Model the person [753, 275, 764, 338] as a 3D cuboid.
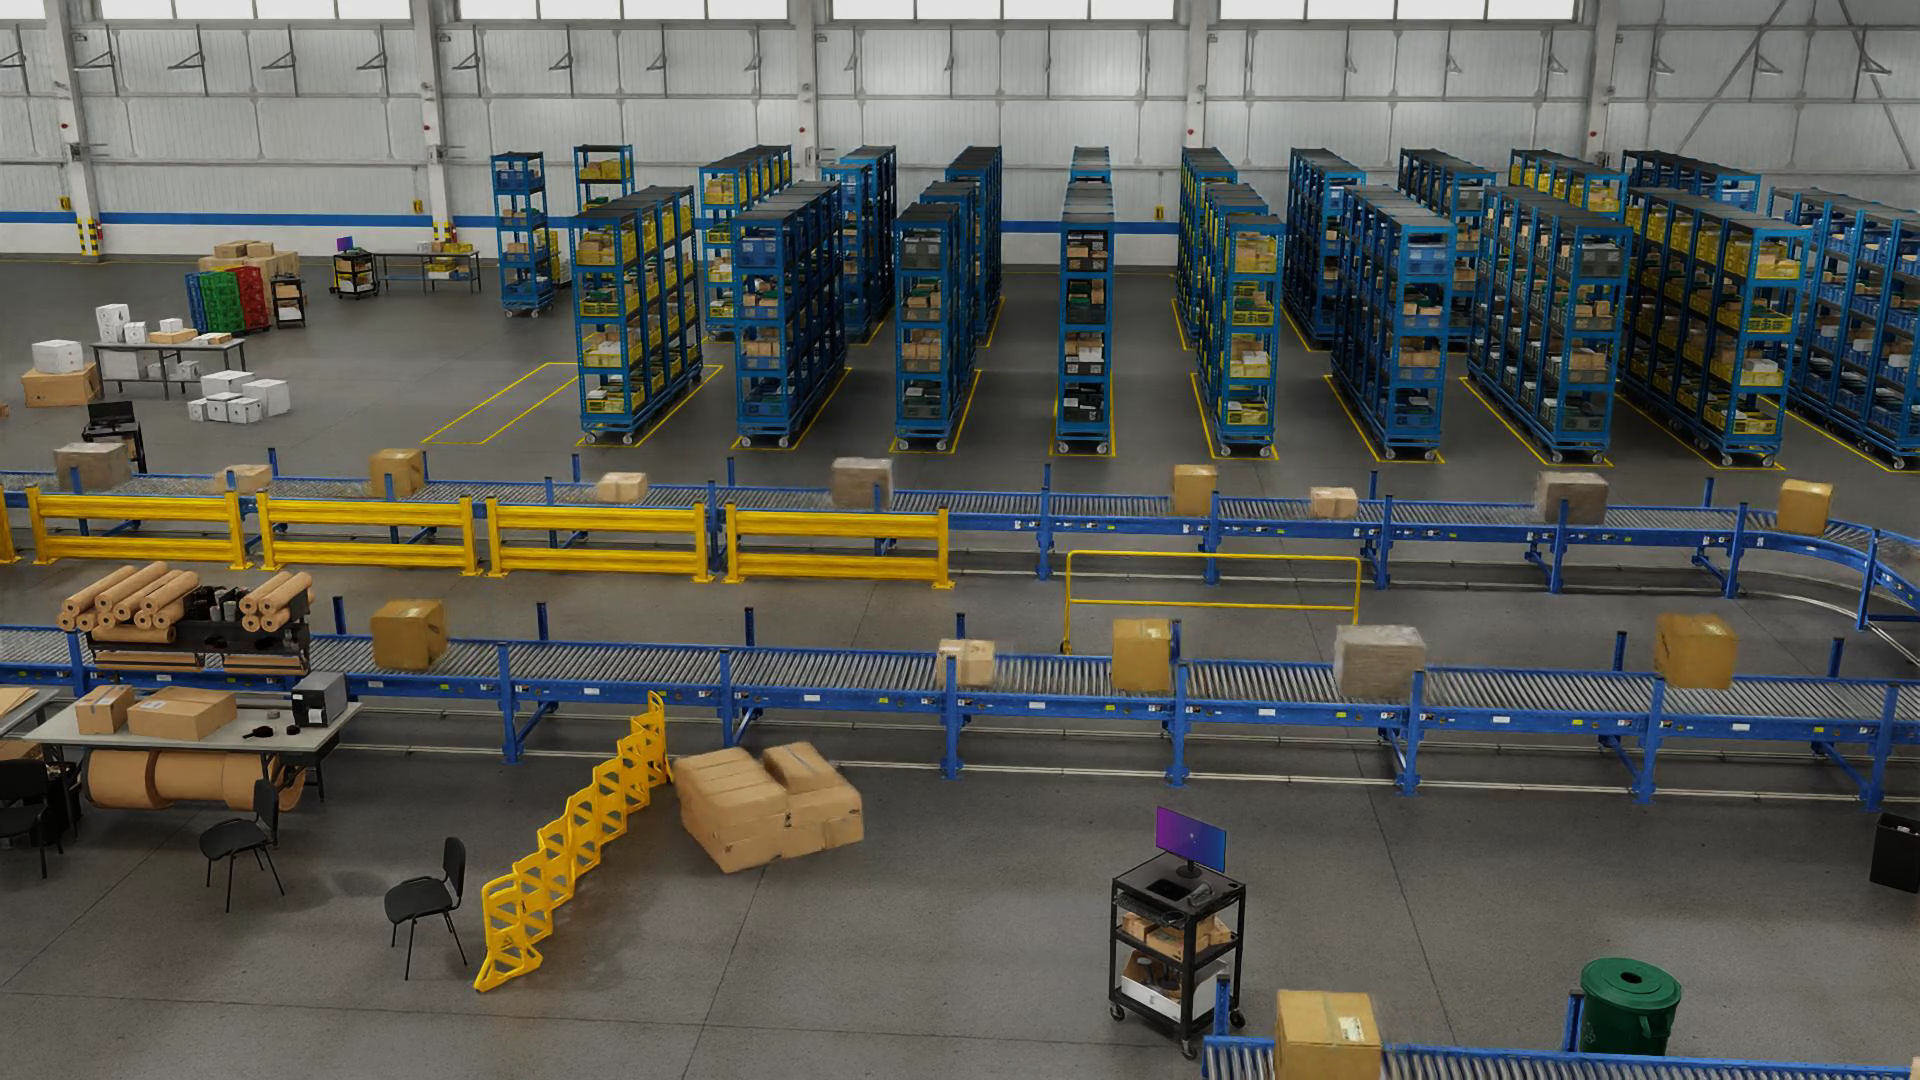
[{"bbox_3d":[-3.923,-4.402,32.336,0.389,1.949,0.604,12,21,33],"label":"person"}]
